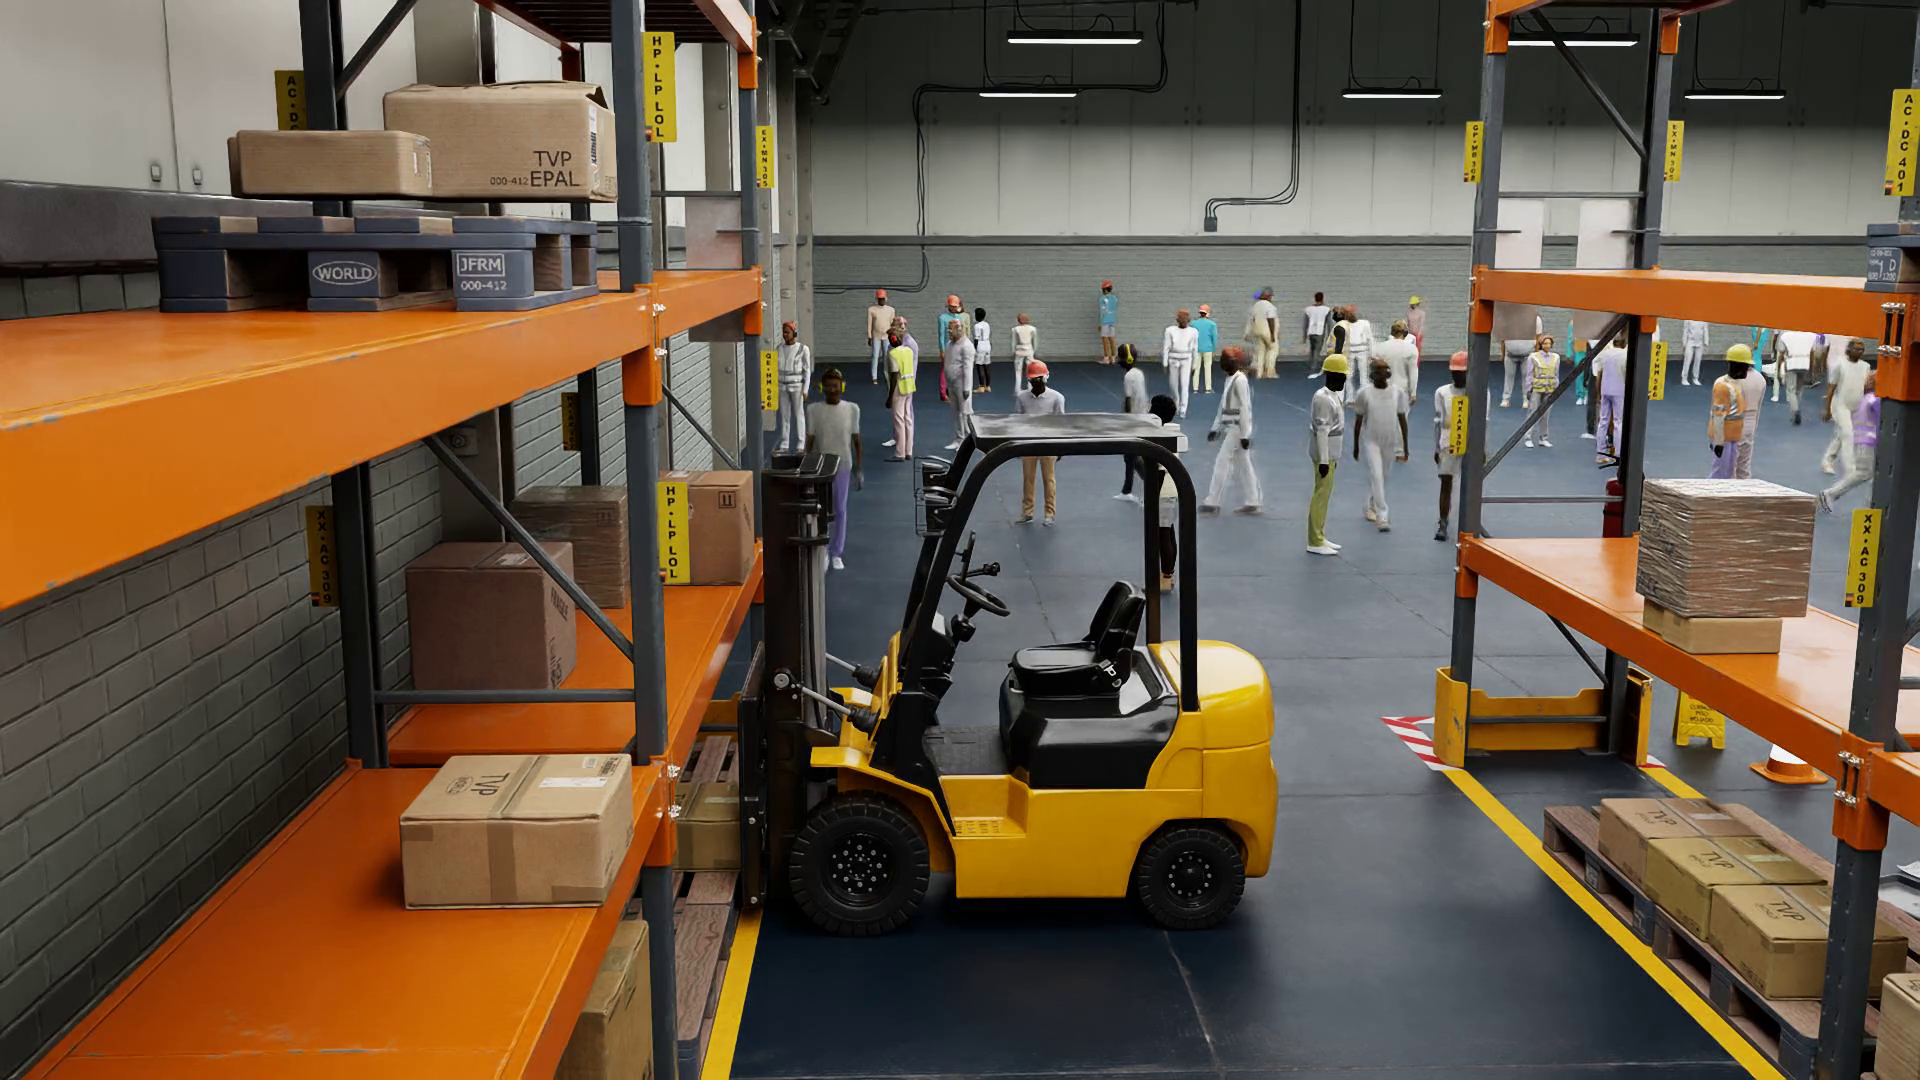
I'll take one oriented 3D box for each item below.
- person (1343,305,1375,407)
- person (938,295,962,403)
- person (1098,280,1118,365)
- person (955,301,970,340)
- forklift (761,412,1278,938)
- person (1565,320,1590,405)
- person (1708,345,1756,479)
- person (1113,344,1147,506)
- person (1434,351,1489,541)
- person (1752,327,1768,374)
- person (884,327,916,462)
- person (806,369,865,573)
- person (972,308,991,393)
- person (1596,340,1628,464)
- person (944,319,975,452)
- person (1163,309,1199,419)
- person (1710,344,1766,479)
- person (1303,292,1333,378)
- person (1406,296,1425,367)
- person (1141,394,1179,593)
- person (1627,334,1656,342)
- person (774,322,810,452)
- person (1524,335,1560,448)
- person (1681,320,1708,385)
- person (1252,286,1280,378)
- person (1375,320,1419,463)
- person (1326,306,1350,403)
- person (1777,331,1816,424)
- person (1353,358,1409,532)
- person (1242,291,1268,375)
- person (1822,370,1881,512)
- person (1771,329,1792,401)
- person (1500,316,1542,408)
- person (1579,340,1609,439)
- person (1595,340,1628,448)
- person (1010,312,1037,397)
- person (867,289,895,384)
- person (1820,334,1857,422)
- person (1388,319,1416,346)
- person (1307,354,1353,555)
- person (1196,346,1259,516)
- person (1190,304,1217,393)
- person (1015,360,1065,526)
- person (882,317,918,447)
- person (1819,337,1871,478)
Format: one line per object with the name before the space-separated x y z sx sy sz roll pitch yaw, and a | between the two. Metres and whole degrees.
person | 7.160 -3.276 29.852 0.716 1.859 0.347 6 12 32
person | -0.158 -3.566 31.070 0.392 1.989 0.610 9 14 42
person | 3.578 -5.304 40.603 0.611 2.042 0.395 -10 14 -43
person | -0.015 -4.678 38.287 0.508 1.628 0.281 0 10 -1
forklift | 0.291 0.548 7.580 2.313 2.155 1.214 0 10 -2
person | 11.367 -3.389 30.337 0.636 1.887 0.797 5 11 26
person | 8.100 -1.092 17.491 0.395 1.920 0.592 9 14 42
person | 2.041 -1.317 18.999 0.733 1.845 0.587 6 12 28
person | 5.086 -0.972 16.898 0.560 1.898 0.978 5 11 27
person | 16.607 -4.123 34.610 0.350 1.835 0.520 5 11 26
person | -0.811 -1.975 22.625 0.388 1.839 0.563 5 11 25
person | -1.117 -0.619 15.060 0.513 1.850 0.646 -2 10 -11
person | 0.422 -3.750 32.938 0.320 1.690 0.535 5 11 27
person | 8.761 -1.911 22.268 0.349 1.840 0.506 -8 13 -38
person | -0.033 -2.211 23.798 0.402 1.896 0.646 -5 11 -25
person | 3.773 -3.020 28.403 0.585 1.857 0.785 2 10 11
person | 8.257 -1.136 17.764 0.643 1.909 0.409 -6 12 -30
person | 7.947 -4.525 36.759 0.613 1.862 1.006 8 13 37
person | 10.396 -4.699 38.070 0.416 1.747 0.522 -10 14 -43
person | 1.724 -0.395 14.215 0.320 1.698 0.531 3 11 17
person | 10.421 -2.595 25.726 0.364 1.962 0.612 -10 14 -44
person | -2.359 -2.096 23.176 0.574 1.883 0.355 5 11 25
person | 8.481 -2.163 24.226 0.515 1.640 0.315 -2 10 -10
person | 15.343 -4.098 34.736 0.498 1.740 0.313 -1 10 -6
person | 6.730 -4.545 36.378 0.599 2.000 0.711 -5 11 -25
person | 5.919 -2.017 22.607 0.628 1.933 0.368 9 13 41
person | 6.791 -3.281 29.893 0.429 1.844 0.626 4 11 19
person | 13.749 -2.795 27.306 0.566 1.815 0.802 2 10 9
person | 4.400 -1.021 17.458 0.548 1.794 0.959 0 10 0
person | 6.725 -4.663 37.480 1.073 1.879 0.615 -8 13 -38
person | 9.868 -1.058 18.148 0.691 1.613 0.519 4 11 22
person | 15.494 -3.519 31.179 0.506 1.863 0.327 4 11 23
person | 10.073 -3.388 29.933 0.687 2.000 0.535 5 11 26
person | 9.755 -2.463 25.174 0.669 1.900 0.475 0 10 2
person | 9.513 -2.293 24.156 0.550 1.928 0.385 -6 12 -30
person | 1.220 -3.550 31.963 0.532 1.632 0.343 -2 10 -10
person | -1.654 -4.267 34.959 0.612 1.995 0.382 -3 11 -17
person | 14.708 -2.889 27.741 0.534 1.820 0.679 10 14 43
person | 7.722 -3.045 29.142 0.525 1.639 0.307 6 12 29
person | 3.550 -0.826 15.986 0.385 1.922 0.594 4 11 19
person | 2.898 -1.184 18.183 0.884 1.844 0.571 1 10 4
person | 4.821 -3.788 32.959 0.569 1.749 0.342 4 11 22
person | 0.821 -1.021 17.547 0.570 1.749 0.342 5 11 26
person | -0.883 -2.283 24.149 0.407 1.910 0.638 -7 12 -34
person | 11.221 -1.674 21.058 0.522 1.808 0.945 -1 10 -8
